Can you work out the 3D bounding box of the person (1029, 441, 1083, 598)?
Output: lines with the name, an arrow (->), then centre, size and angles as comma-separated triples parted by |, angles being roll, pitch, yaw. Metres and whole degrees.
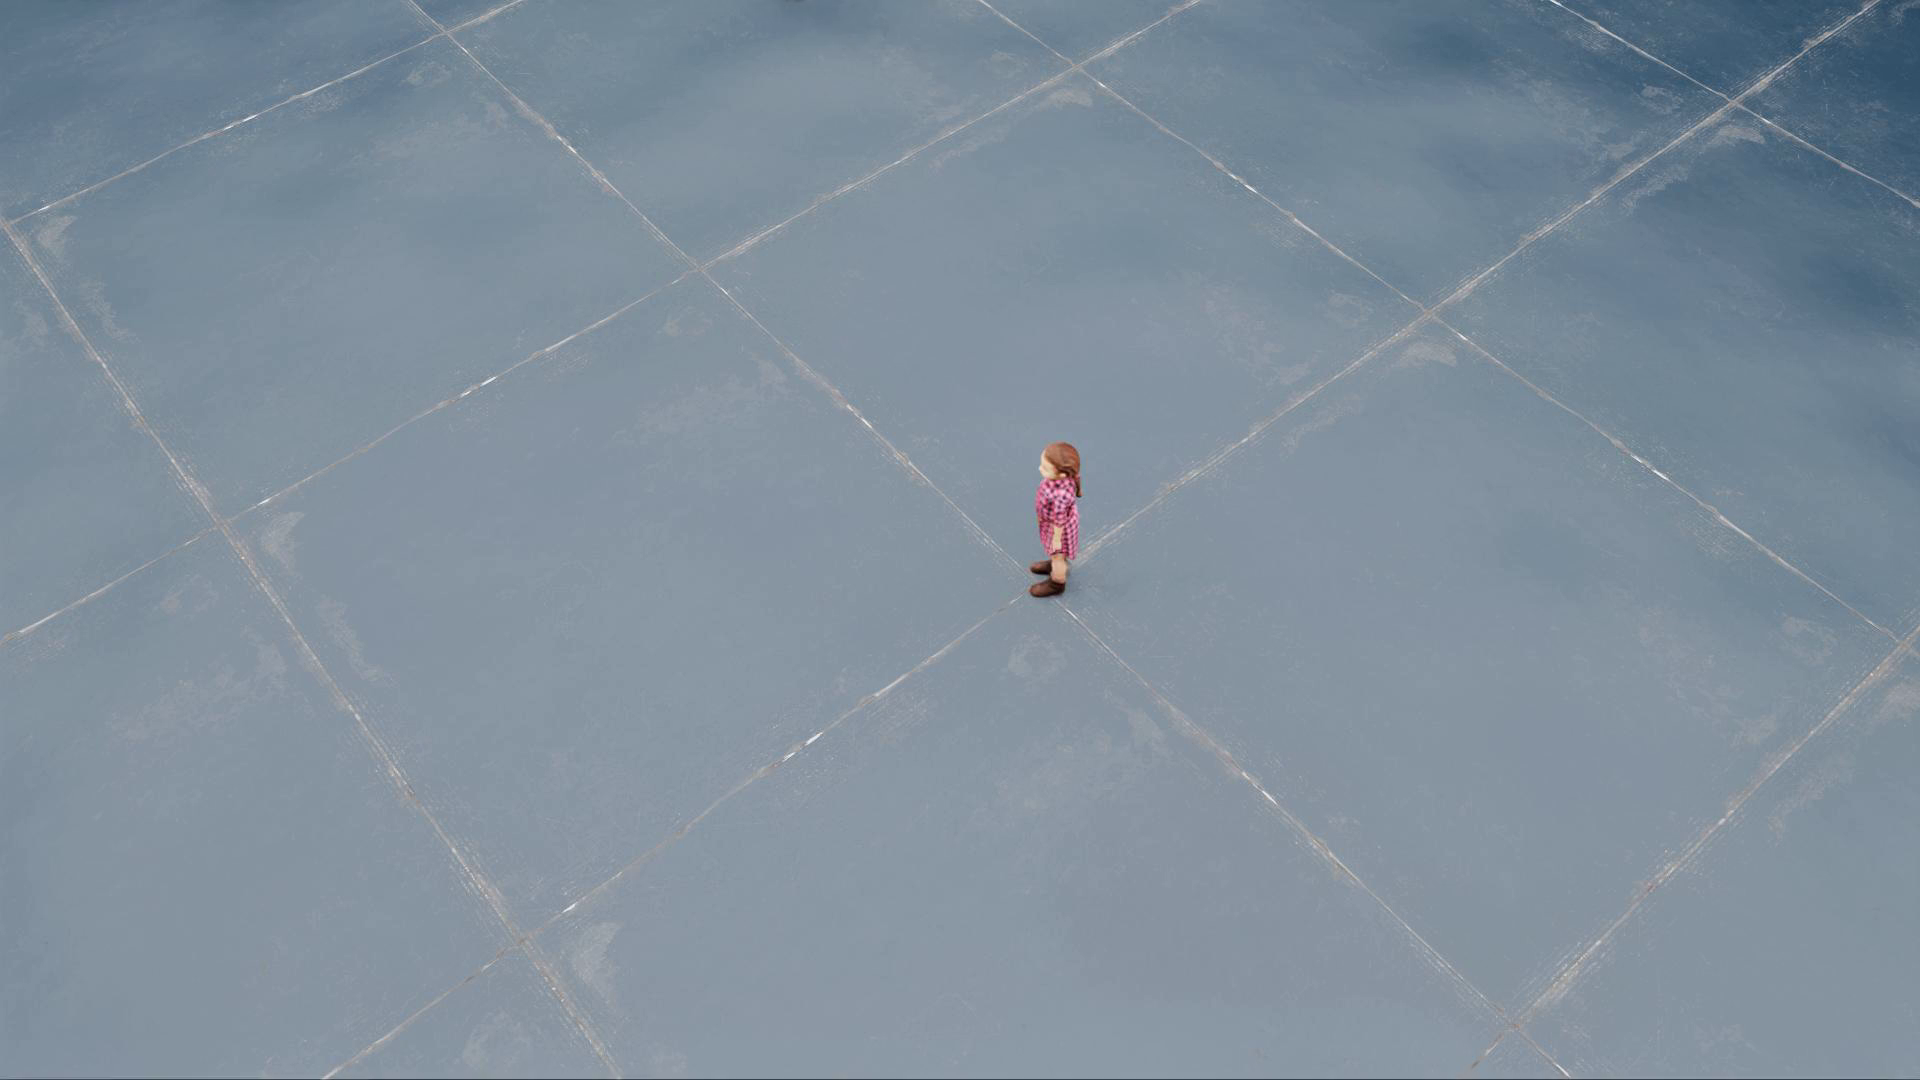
person -> 0.474, -0.103, 7.977 | 0.556, 1.020, 0.503 | 1, 52, 1
